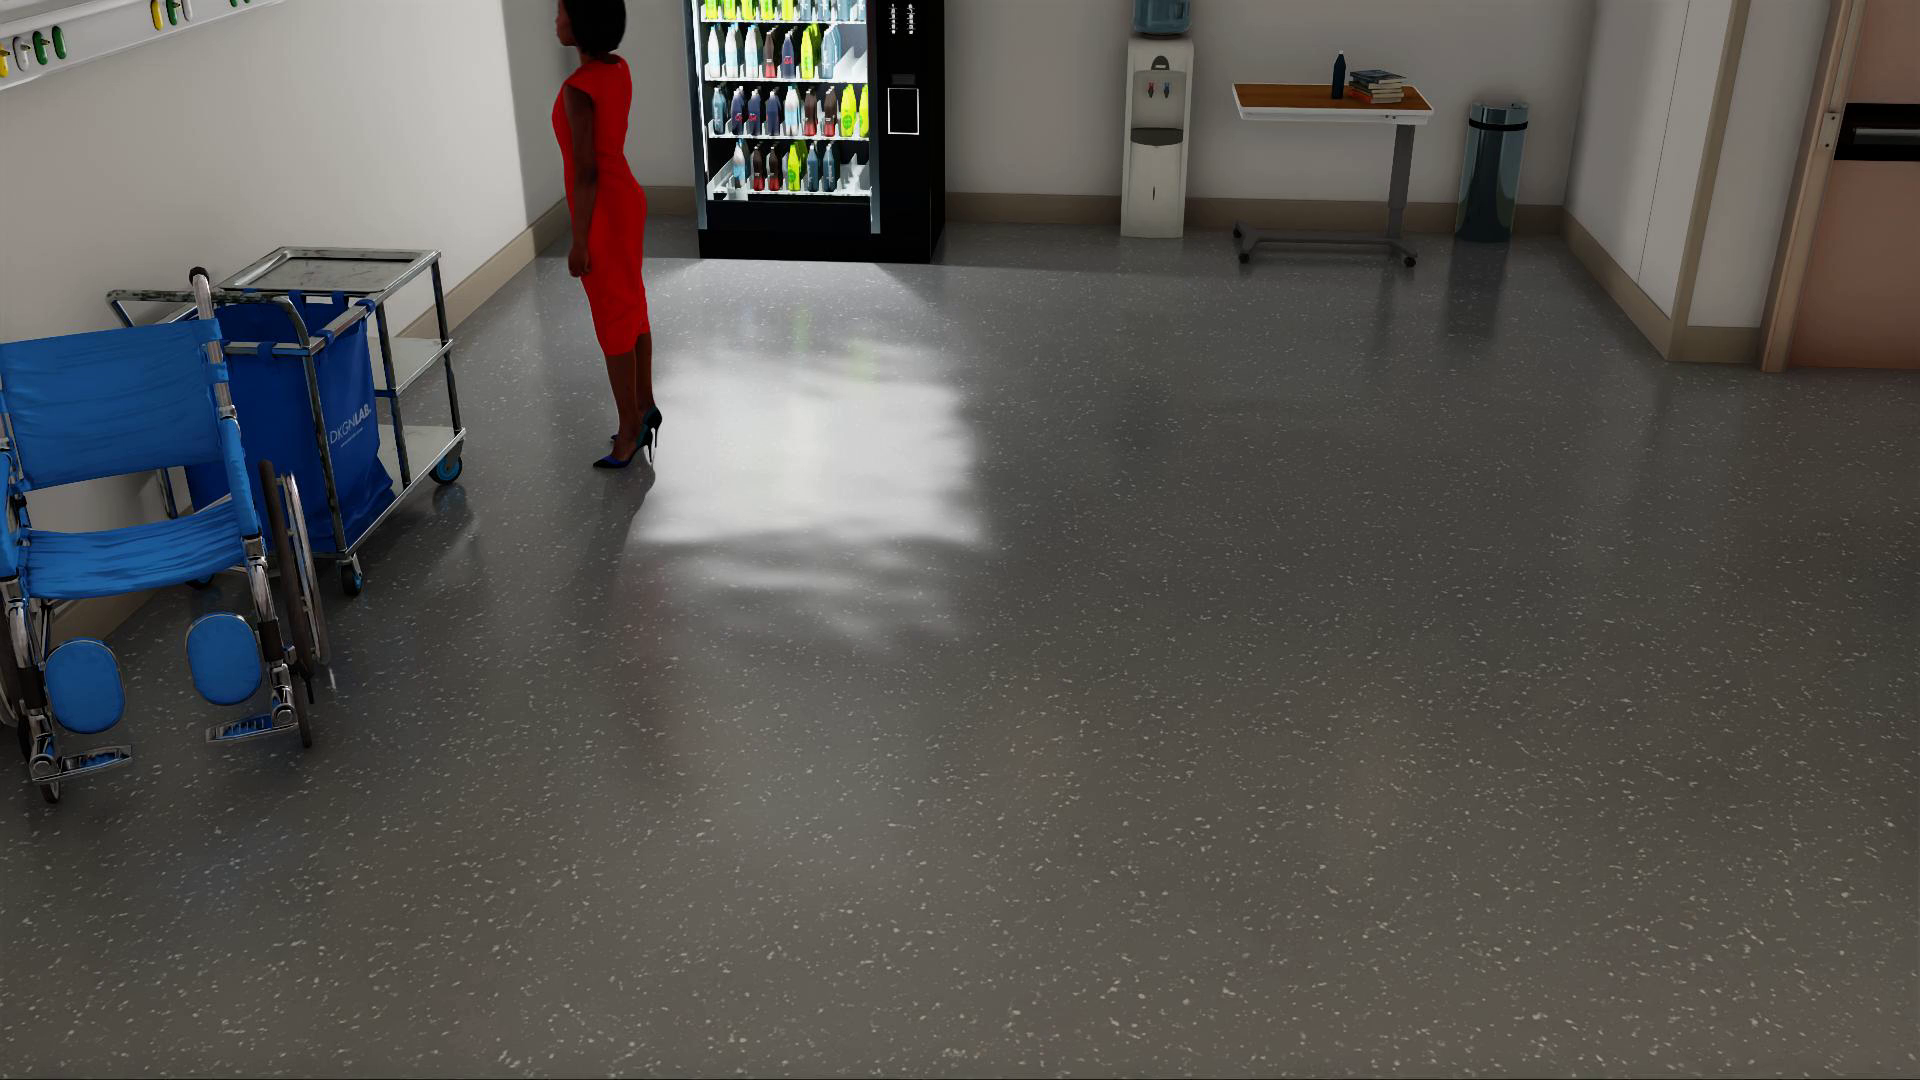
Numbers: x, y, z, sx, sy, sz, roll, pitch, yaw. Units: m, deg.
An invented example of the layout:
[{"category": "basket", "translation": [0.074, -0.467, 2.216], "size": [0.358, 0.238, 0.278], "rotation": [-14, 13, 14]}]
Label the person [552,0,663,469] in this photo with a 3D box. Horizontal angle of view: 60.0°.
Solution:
[{"category": "person", "translation": [-1.256, -1.113, 5.959], "size": [0.489, 1.744, 0.564], "rotation": [3, 26, 6]}]
